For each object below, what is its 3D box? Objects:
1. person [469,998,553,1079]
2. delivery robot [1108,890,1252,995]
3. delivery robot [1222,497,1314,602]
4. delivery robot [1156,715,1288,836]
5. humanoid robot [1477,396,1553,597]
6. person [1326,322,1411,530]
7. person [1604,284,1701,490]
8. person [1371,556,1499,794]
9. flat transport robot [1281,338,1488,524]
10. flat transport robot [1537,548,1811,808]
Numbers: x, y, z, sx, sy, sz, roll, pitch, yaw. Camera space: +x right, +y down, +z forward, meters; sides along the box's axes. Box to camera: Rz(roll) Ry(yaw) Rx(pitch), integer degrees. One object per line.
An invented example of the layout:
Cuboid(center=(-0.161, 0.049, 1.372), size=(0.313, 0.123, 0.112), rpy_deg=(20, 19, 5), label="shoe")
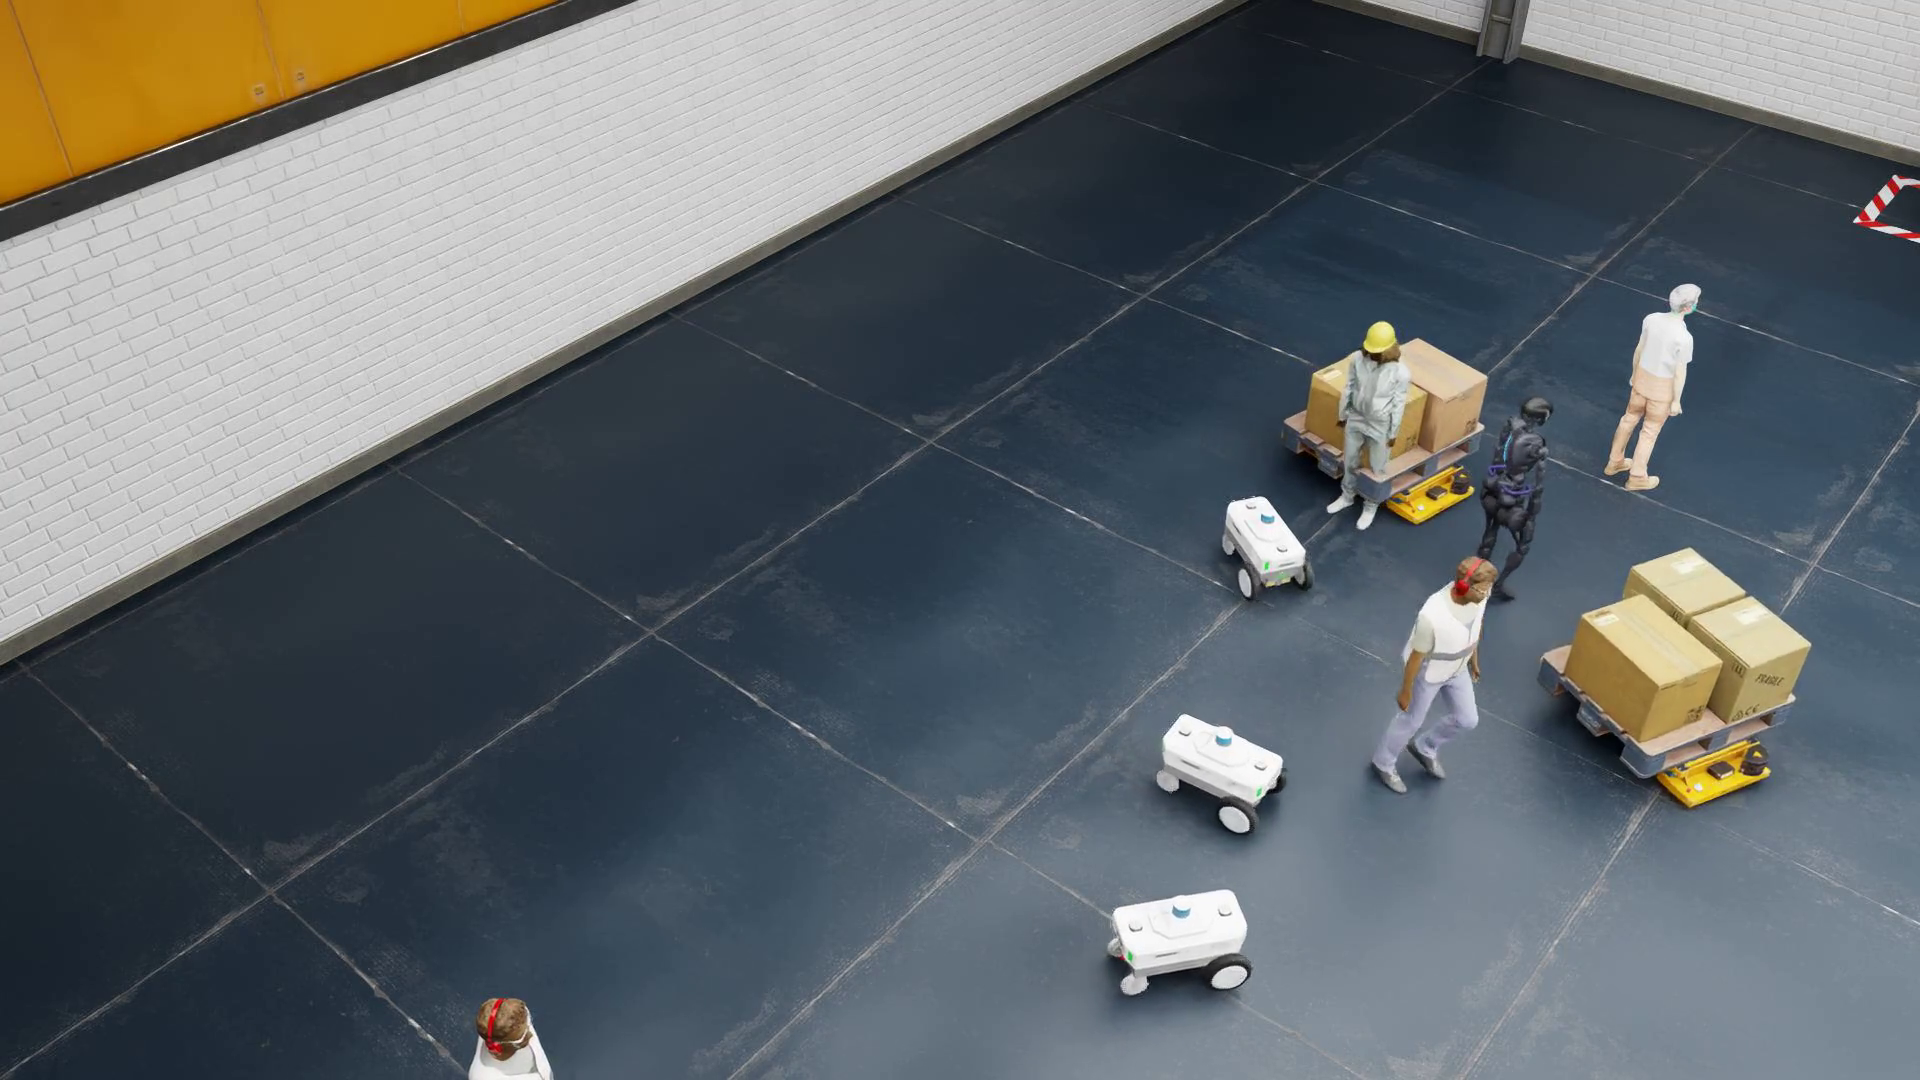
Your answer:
Cuboid(center=(-2.025, 2.705, 7.672), size=(0.382, 1.844, 0.564), rpy_deg=(0, 39, 0), label="person")
Cuboid(center=(1.234, 2.214, 9.303), size=(0.773, 0.586, 0.499), rpy_deg=(-7, 39, -9), label="delivery robot")
Cuboid(center=(2.203, 0.051, 12.007), size=(0.499, 0.609, 0.805), rpy_deg=(-11, 40, -13), label="delivery robot")
Cuboid(center=(1.637, 1.417, 10.304), size=(0.775, 0.601, 0.499), rpy_deg=(23, 44, 26), label="delivery robot")
Cuboid(center=(3.818, -0.308, 11.553), size=(0.338, 1.650, 0.589), rpy_deg=(-11, 40, -13), label="humanoid robot")
Cuboid(center=(2.981, -0.854, 12.192), size=(0.495, 1.730, 0.349), rpy_deg=(27, 46, 29), label="person")
Cuboid(center=(5.257, -1.164, 12.552), size=(0.311, 1.746, 0.490), rpy_deg=(-16, 42, -19), label="person")
Cuboid(center=(2.892, 0.808, 10.049), size=(0.603, 1.815, 0.518), rpy_deg=(-25, 45, -28), label="person")
Cuboid(center=(3.280, -0.649, 13.091), size=(0.659, 0.231, 1.431), rpy_deg=(-25, 45, -28), label="flat transport robot")
Cuboid(center=(4.535, 1.120, 10.896), size=(0.659, 0.231, 1.431), rpy_deg=(-16, 42, -19), label="flat transport robot")
